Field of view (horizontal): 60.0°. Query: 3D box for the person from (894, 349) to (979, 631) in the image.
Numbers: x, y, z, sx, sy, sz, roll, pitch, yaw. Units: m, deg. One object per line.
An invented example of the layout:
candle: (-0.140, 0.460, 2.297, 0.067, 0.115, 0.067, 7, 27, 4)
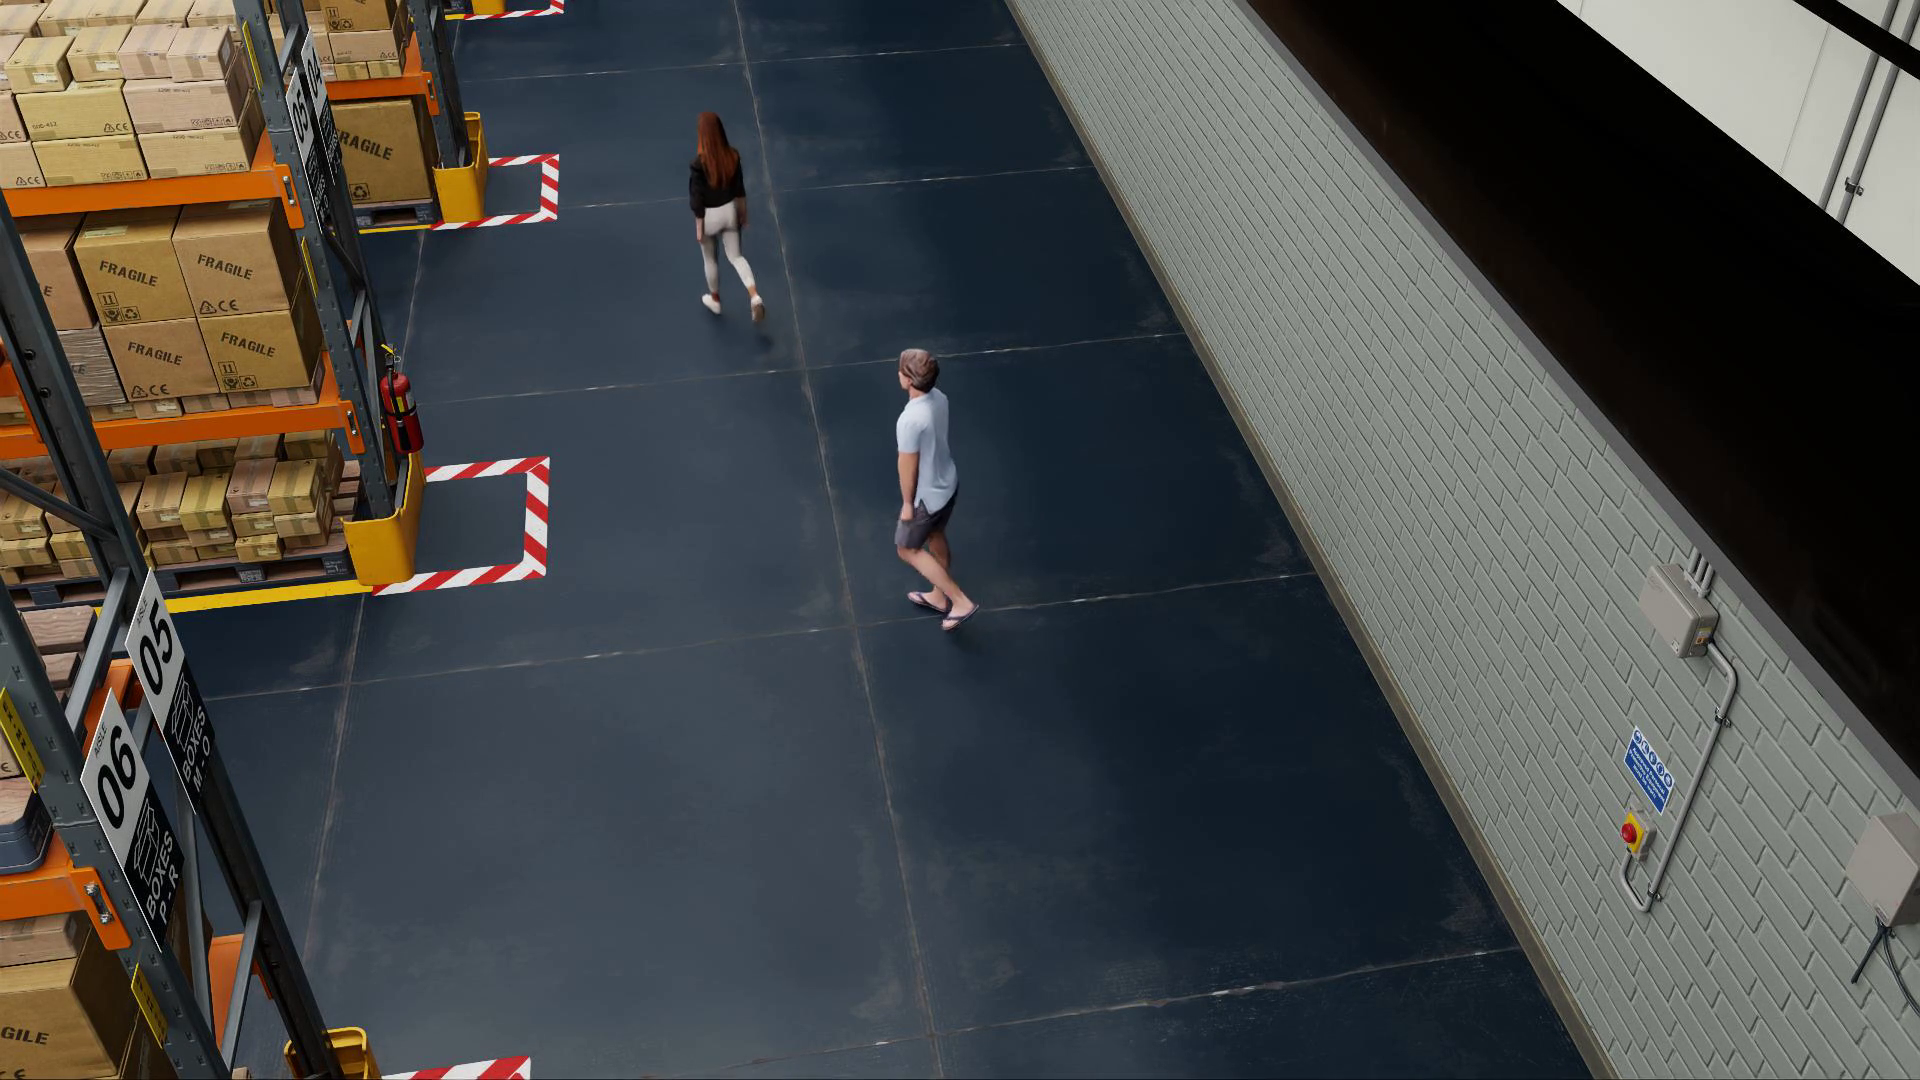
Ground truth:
person: (-0.123, -0.258, 9.736, 0.976, 1.809, 0.899, 14, 40, 17)

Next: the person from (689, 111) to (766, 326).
person: (-1.780, -2.390, 12.565, 1.027, 1.682, 0.927, -24, 44, -27)
